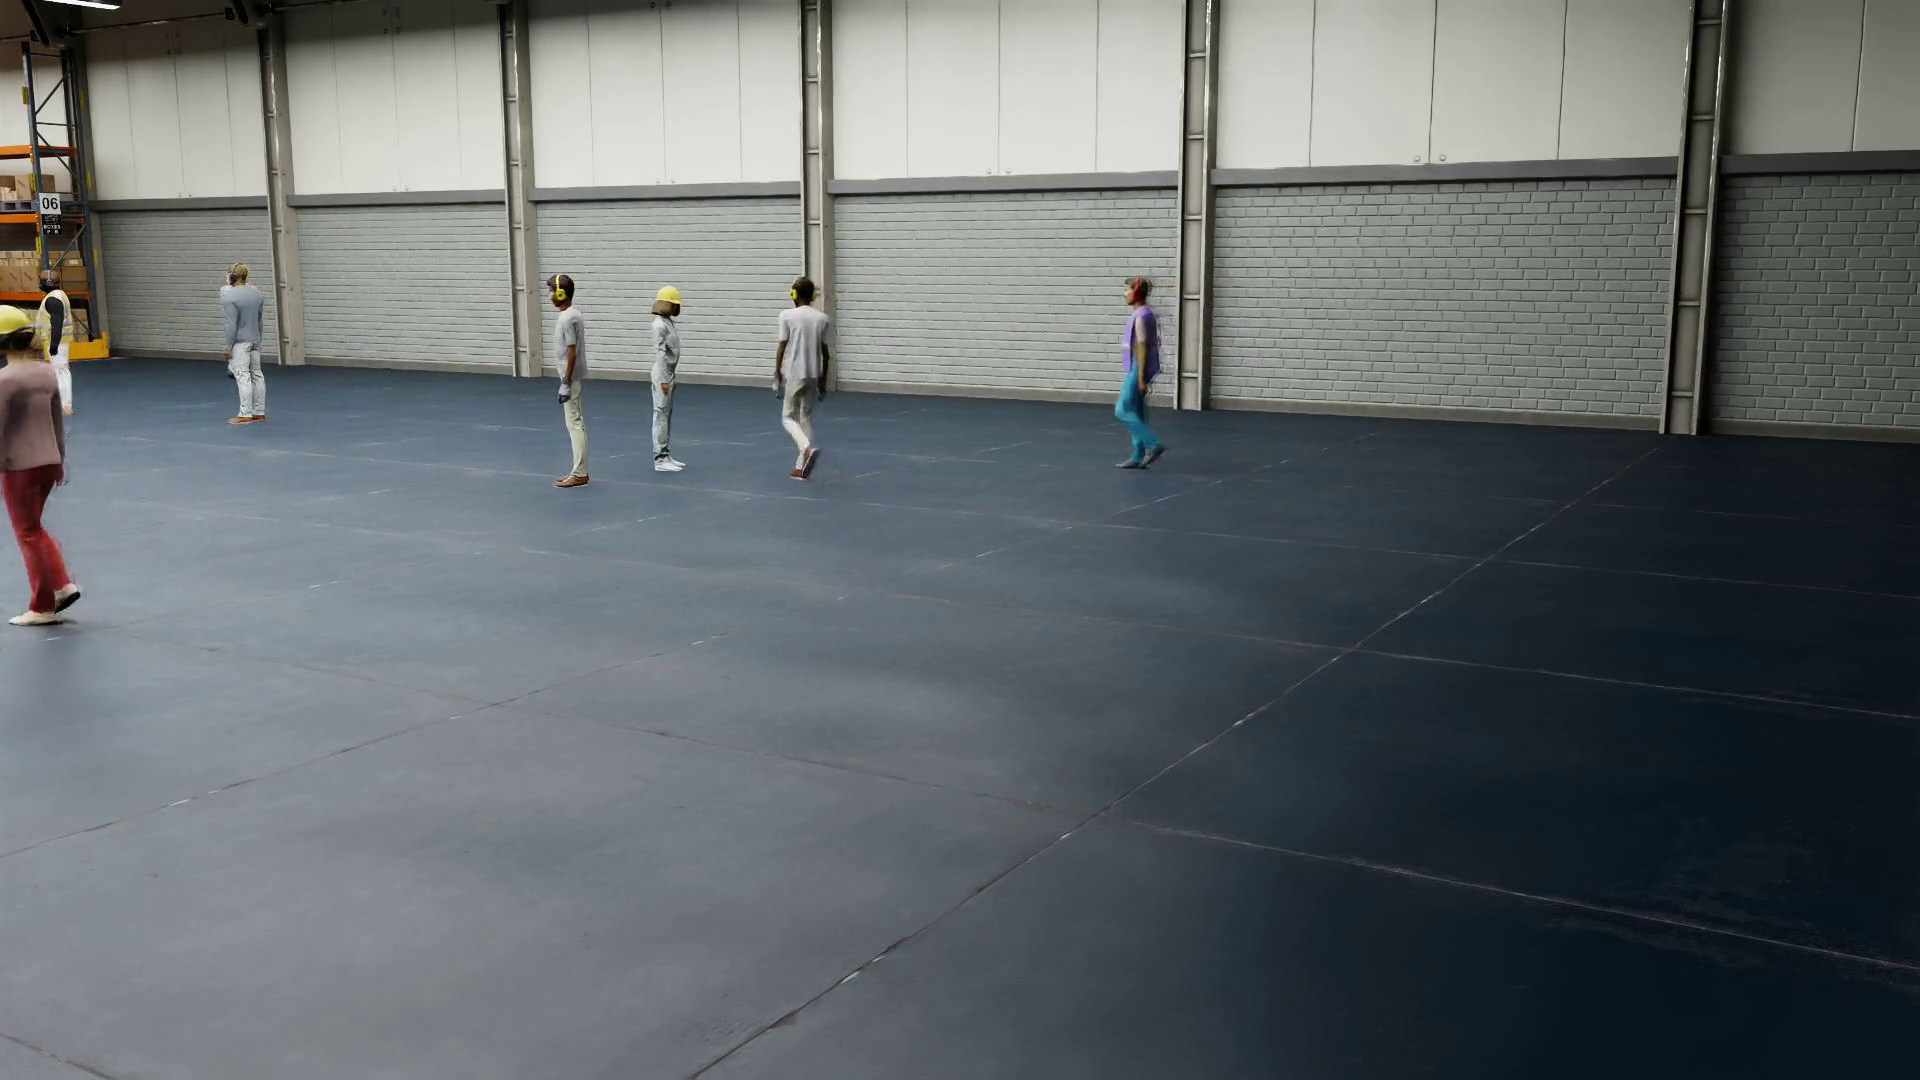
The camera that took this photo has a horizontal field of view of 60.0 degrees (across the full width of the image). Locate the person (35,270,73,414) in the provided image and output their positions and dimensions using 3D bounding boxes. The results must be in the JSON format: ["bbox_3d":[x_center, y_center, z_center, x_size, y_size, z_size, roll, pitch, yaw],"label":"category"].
[{"bbox_3d":[-11.642,-2.540,21.397,0.429,1.844,0.627,-4,11,-25],"label":"person"}]

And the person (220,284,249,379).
[{"bbox_3d":[-11.960,-3.610,27.596,0.625,1.869,1.014,0,10,-3],"label":"person"}]

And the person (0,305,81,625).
[{"bbox_3d":[-5.108,-0.394,9.057,0.364,1.754,0.544,1,10,6],"label":"person"}]

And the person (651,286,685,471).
[{"bbox_3d":[-2.763,-1.525,15.759,0.311,1.737,0.483,0,10,-1],"label":"person"}]

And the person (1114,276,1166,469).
[{"bbox_3d":[1.676,-1.571,15.749,0.434,1.831,0.574,2,10,13],"label":"person"}]

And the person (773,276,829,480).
[{"bbox_3d":[-1.393,-1.436,14.917,0.574,1.841,0.591,-6,11,-32],"label":"person"}]

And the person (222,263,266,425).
[{"bbox_3d":[-8.636,-2.357,20.039,0.372,1.940,0.630,2,10,13],"label":"person"}]

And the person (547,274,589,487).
[{"bbox_3d":[-3.440,-1.390,14.600,0.328,1.865,0.521,-1,10,-6],"label":"person"}]
